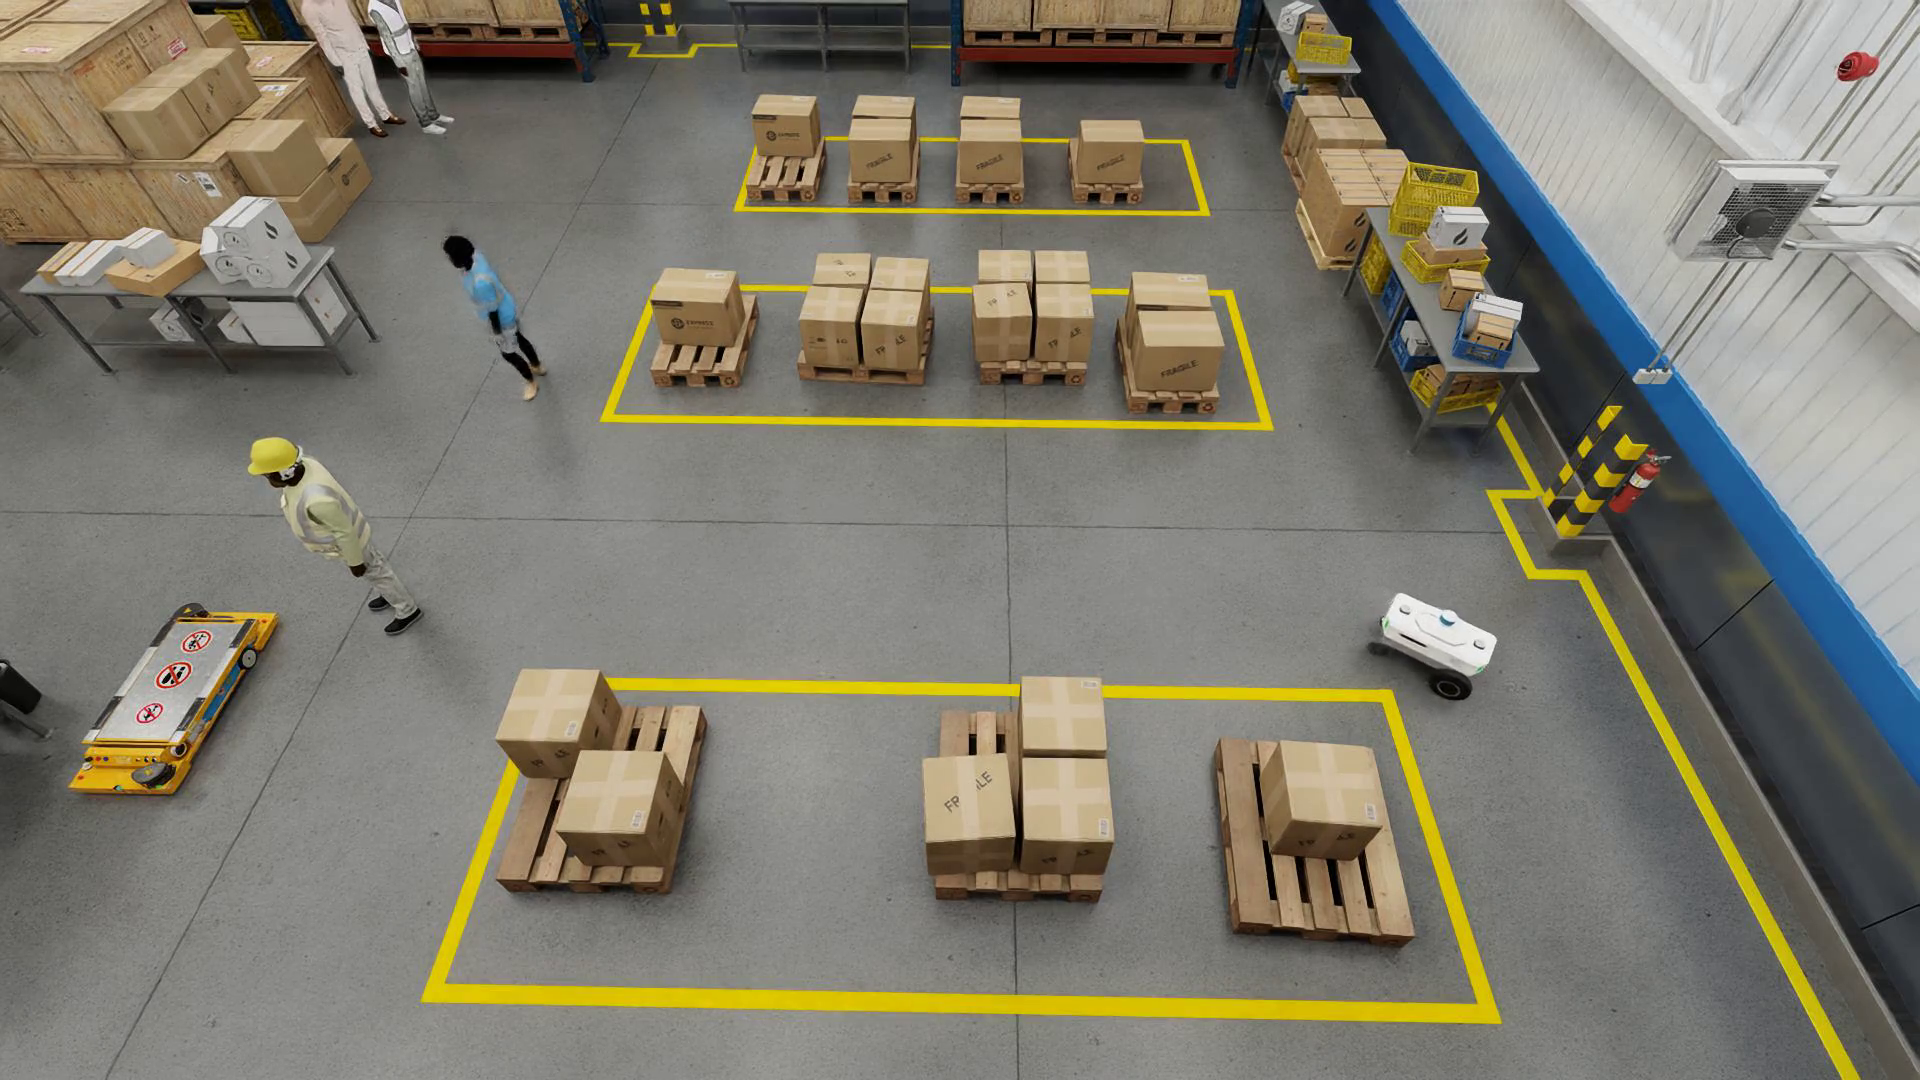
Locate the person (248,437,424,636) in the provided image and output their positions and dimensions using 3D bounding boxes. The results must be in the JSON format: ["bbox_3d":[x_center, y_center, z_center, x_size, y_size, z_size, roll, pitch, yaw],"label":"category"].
[{"bbox_3d":[-4.297,-0.019,6.348,0.403,1.834,0.588,-33,57,-25],"label":"person"}]

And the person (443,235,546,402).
[{"bbox_3d":[-4.118,-2.014,8.142,0.330,1.673,0.651,-23,54,-18],"label":"person"}]

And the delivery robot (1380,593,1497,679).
[{"bbox_3d":[3.388,0.677,6.528,0.707,0.478,0.477,28,55,21],"label":"delivery robot"}]

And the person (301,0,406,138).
[{"bbox_3d":[-7.588,-6.067,11.416,0.408,1.913,0.641,11,51,10],"label":"person"}]

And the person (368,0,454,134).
[{"bbox_3d":[-6.938,-6.082,11.432,0.390,1.911,0.592,-1,50,-1],"label":"person"}]

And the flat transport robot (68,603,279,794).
[{"bbox_3d":[-5.504,1.072,6.442,0.652,0.197,1.431,1,50,1],"label":"flat transport robot"}]
